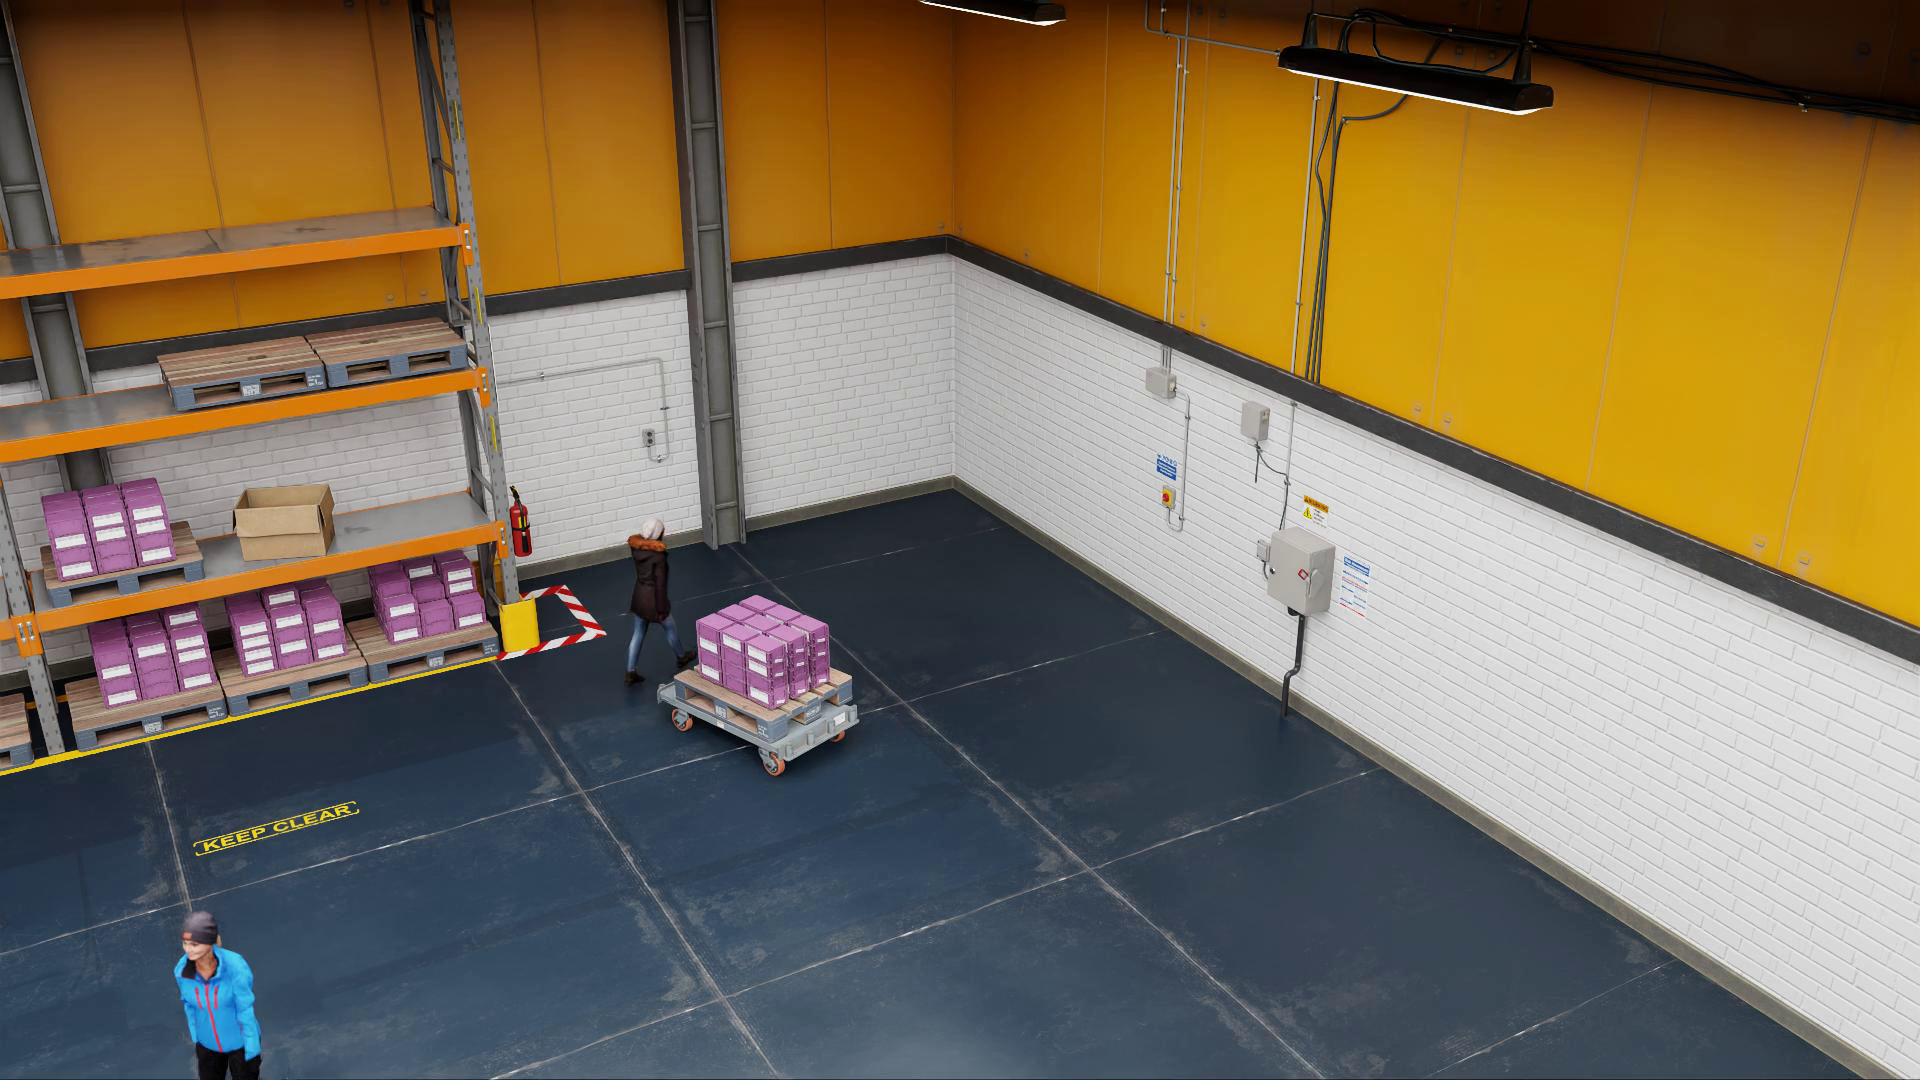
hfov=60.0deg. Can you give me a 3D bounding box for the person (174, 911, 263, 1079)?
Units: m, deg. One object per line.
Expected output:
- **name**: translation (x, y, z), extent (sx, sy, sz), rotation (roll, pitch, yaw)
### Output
- **person**: translation (-4.179, 2.851, 9.633), extent (0.776, 1.790, 0.839), rotation (3, 24, 8)

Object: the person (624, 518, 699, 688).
- **person**: translation (-2.854, 0.591, 15.058), extent (0.869, 1.587, 1.146), rotation (17, 29, 34)
